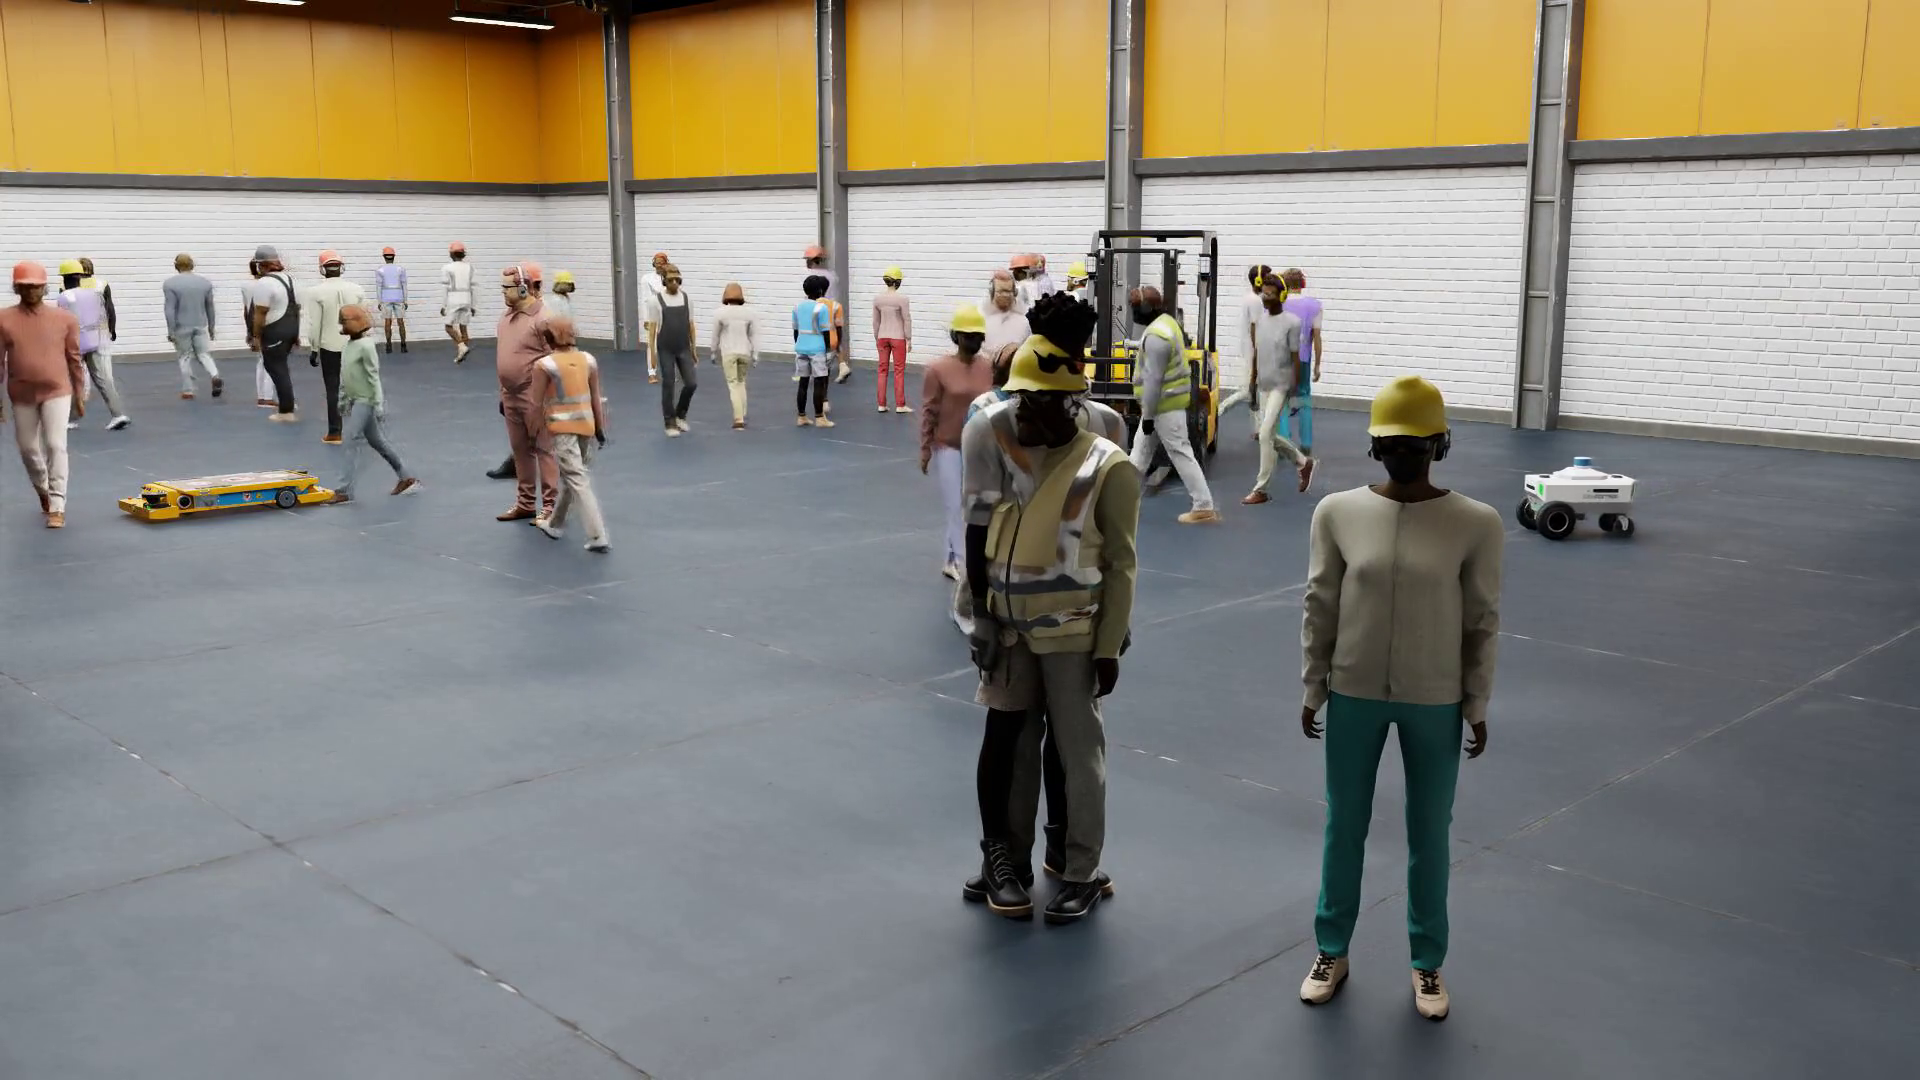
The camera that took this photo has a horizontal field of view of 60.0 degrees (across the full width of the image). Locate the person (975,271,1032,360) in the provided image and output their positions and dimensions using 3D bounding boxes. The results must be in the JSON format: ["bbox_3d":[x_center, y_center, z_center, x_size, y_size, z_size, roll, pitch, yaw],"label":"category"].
[{"bbox_3d":[0.379,-1.256,13.557,0.655,1.842,1.030,-1,10,-3],"label":"person"}]

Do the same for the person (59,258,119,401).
[{"bbox_3d":[-11.233,-2.715,21.492,0.620,1.845,0.430,-3,11,-17],"label":"person"}]

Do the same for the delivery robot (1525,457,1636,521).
[{"bbox_3d":[4.412,-0.347,11.836,0.707,0.478,0.477,0,10,0],"label":"delivery robot"}]

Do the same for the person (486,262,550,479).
[{"bbox_3d":[-3.736,-1.471,14.551,0.819,1.903,0.564,-4,11,-21],"label":"person"}]

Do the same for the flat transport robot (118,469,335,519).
[{"bbox_3d":[-5.715,-0.372,13.004,1.431,0.197,0.652,-10,14,-44],"label":"flat transport robot"}]

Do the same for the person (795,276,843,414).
[{"bbox_3d":[-1.673,-2.338,19.983,0.537,1.643,0.916,-3,11,-18],"label":"person"}]

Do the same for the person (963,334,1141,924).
[{"bbox_3d":[0.264,0.274,5.217,0.590,1.833,0.404,8,13,37],"label":"person"}]

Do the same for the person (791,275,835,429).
[{"bbox_3d":[-1.629,-2.083,18.440,0.540,1.695,0.317,8,13,37],"label":"person"}]

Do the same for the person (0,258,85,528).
[{"bbox_3d":[-6.854,-1.107,12.380,0.622,1.966,0.924,-4,11,-23],"label":"person"}]

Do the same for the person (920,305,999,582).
[{"bbox_3d":[0.060,-0.533,9.926,0.543,1.714,0.908,-5,11,-24],"label":"person"}]

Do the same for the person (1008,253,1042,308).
[{"bbox_3d":[0.736,-2.484,20.048,0.432,1.914,0.536,6,12,29],"label":"person"}]

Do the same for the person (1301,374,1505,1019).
[{"bbox_3d":[1.192,0.430,4.551,0.525,1.769,0.313,3,11,17],"label":"person"}]

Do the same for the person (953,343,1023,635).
[{"bbox_3d":[0.227,-0.232,8.638,0.533,1.594,0.865,-7,12,-33],"label":"person"}]

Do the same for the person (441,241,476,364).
[{"bbox_3d":[-8.249,-3.897,27.413,0.532,2.031,0.640,10,14,44],"label":"person"}]

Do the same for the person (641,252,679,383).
[{"bbox_3d":[-4.331,-3.220,24.135,0.575,1.882,0.360,-6,12,-28],"label":"person"}]

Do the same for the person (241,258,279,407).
[{"bbox_3d":[-8.653,-2.574,20.681,0.544,1.854,0.401,5,11,24],"label":"person"}]

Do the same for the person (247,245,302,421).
[{"bbox_3d":[-7.887,-2.372,19.081,0.537,2.000,0.689,1,10,4],"label":"person"}]

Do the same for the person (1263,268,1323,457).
[{"bbox_3d":[3.196,-1.715,16.105,0.577,1.812,0.630,1,10,8],"label":"person"}]

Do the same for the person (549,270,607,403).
[{"bbox_3d":[-4.852,-2.460,20.492,0.913,1.693,0.489,3,11,17],"label":"person"}]

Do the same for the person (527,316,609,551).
[{"bbox_3d":[-2.695,-0.731,11.348,0.895,1.585,0.524,8,13,38],"label":"person"}]

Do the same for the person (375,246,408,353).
[{"bbox_3d":[-10.302,-4.353,30.172,0.543,1.934,0.362,-5,11,-23],"label":"person"}]

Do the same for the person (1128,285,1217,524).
[{"bbox_3d":[1.462,-0.993,12.315,0.999,1.763,0.695,2,11,10],"label":"person"}]

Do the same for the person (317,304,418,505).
[{"bbox_3d":[-4.796,-1.109,13.412,0.848,1.594,0.515,-9,13,-39],"label":"person"}]

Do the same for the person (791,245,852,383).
[{"bbox_3d":[-1.997,-3.254,24.020,1.000,2.006,0.620,6,12,32],"label":"person"}]

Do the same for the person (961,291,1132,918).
[{"bbox_3d":[0.279,0.197,5.283,0.602,1.961,0.371,-6,12,-30],"label":"person"}]

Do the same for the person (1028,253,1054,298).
[{"bbox_3d":[0.941,-2.591,20.643,0.409,1.905,0.651,-2,11,-11],"label":"person"}]

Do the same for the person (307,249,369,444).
[{"bbox_3d":[-6.378,-1.975,17.066,0.611,1.985,0.393,-9,14,-41],"label":"person"}]

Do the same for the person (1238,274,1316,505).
[{"bbox_3d":[2.576,-1.210,13.335,0.798,1.845,0.519,-6,12,-29],"label":"person"}]

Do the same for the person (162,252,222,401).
[{"bbox_3d":[-9.843,-2.727,21.366,0.670,1.923,0.640,8,13,38],"label":"person"}]

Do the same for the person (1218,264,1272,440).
[{"bbox_3d":[2.947,-1.923,17.213,0.785,1.845,0.517,2,11,9],"label":"person"}]

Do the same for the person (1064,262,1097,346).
[{"bbox_3d":[1.320,-2.201,18.699,0.404,1.835,0.600,9,14,42],"label":"person"}]

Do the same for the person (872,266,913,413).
[{"bbox_3d":[-0.803,-2.403,19.999,0.530,1.768,0.312,6,12,28],"label":"person"}]

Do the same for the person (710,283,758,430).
[{"bbox_3d":[-2.519,-2.033,18.416,0.499,1.607,0.634,-6,12,-28],"label":"person"}]

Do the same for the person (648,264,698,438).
[{"bbox_3d":[-3.012,-1.986,17.542,0.544,1.827,0.412,-6,12,-31],"label":"person"}]

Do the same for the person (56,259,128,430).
[{"bbox_3d":[-9.597,-2.133,18.227,0.990,1.882,0.605,3,11,18],"label":"person"}]

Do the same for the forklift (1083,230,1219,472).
[{"bbox_3d":[1.804,-1.825,15.677,1.214,2.155,2.313,2,11,13],"label":"forklift"}]

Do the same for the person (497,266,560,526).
[{"bbox_3d":[-3.208,-1.057,12.287,0.645,1.903,0.400,8,13,38],"label":"person"}]
